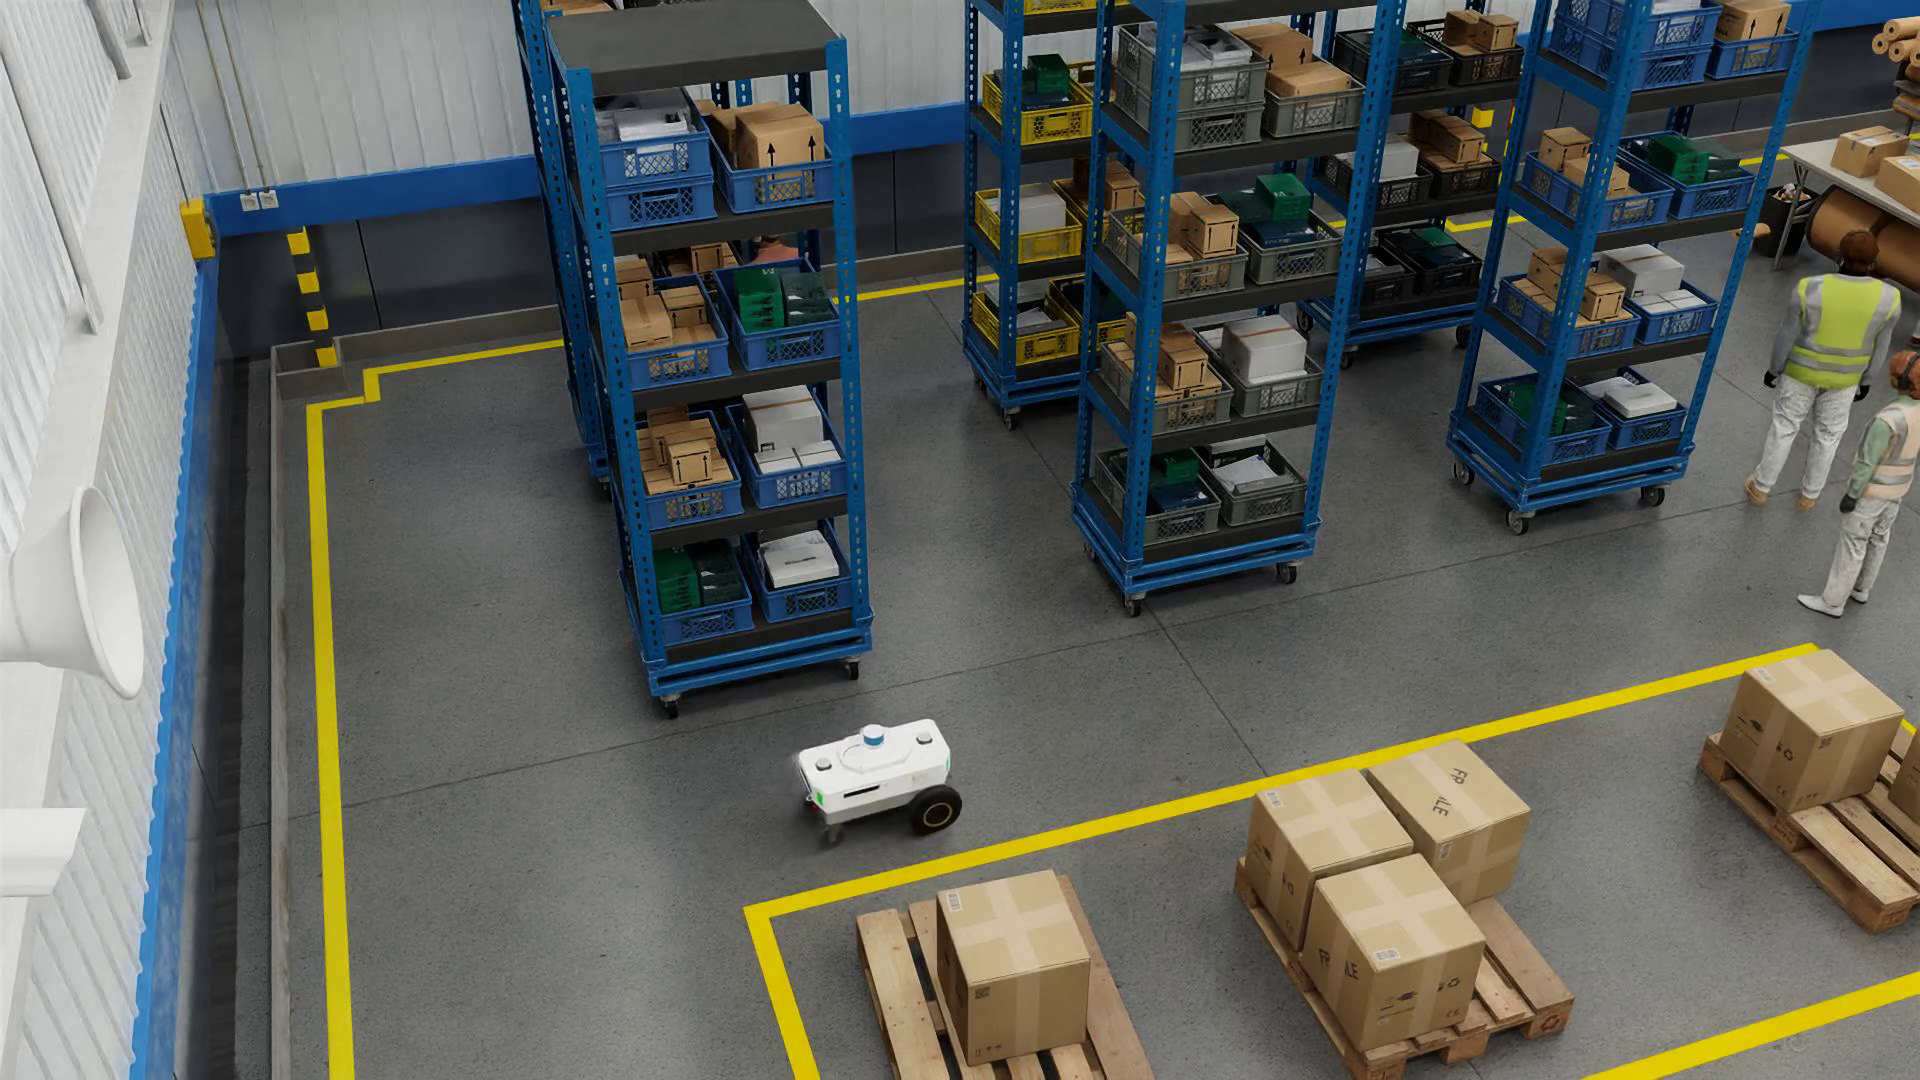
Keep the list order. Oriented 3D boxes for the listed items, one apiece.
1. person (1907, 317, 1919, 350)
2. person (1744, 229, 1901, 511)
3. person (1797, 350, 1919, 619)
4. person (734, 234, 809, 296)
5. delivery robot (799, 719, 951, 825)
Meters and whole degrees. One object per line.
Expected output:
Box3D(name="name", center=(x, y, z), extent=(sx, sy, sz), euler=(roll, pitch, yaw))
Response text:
Box3D(name="person", center=(7.131, -2.115, 11.606), extent=(0.374, 1.930, 0.632), euler=(5, 35, 6))
Box3D(name="person", center=(5.238, -1.020, 10.127), extent=(0.619, 1.841, 0.430), euler=(10, 36, 14))
Box3D(name="person", center=(5.119, -0.302, 9.288), extent=(0.520, 1.632, 0.315), euler=(-22, 41, -28))
Box3D(name="person", center=(-1.141, -1.175, 10.226), extent=(0.624, 1.984, 0.413), euler=(-29, 45, -35))
Box3D(name="delivery robot", center=(-0.418, 1.113, 8.130), extent=(0.707, 0.478, 0.477), euler=(-12, 37, -17))
